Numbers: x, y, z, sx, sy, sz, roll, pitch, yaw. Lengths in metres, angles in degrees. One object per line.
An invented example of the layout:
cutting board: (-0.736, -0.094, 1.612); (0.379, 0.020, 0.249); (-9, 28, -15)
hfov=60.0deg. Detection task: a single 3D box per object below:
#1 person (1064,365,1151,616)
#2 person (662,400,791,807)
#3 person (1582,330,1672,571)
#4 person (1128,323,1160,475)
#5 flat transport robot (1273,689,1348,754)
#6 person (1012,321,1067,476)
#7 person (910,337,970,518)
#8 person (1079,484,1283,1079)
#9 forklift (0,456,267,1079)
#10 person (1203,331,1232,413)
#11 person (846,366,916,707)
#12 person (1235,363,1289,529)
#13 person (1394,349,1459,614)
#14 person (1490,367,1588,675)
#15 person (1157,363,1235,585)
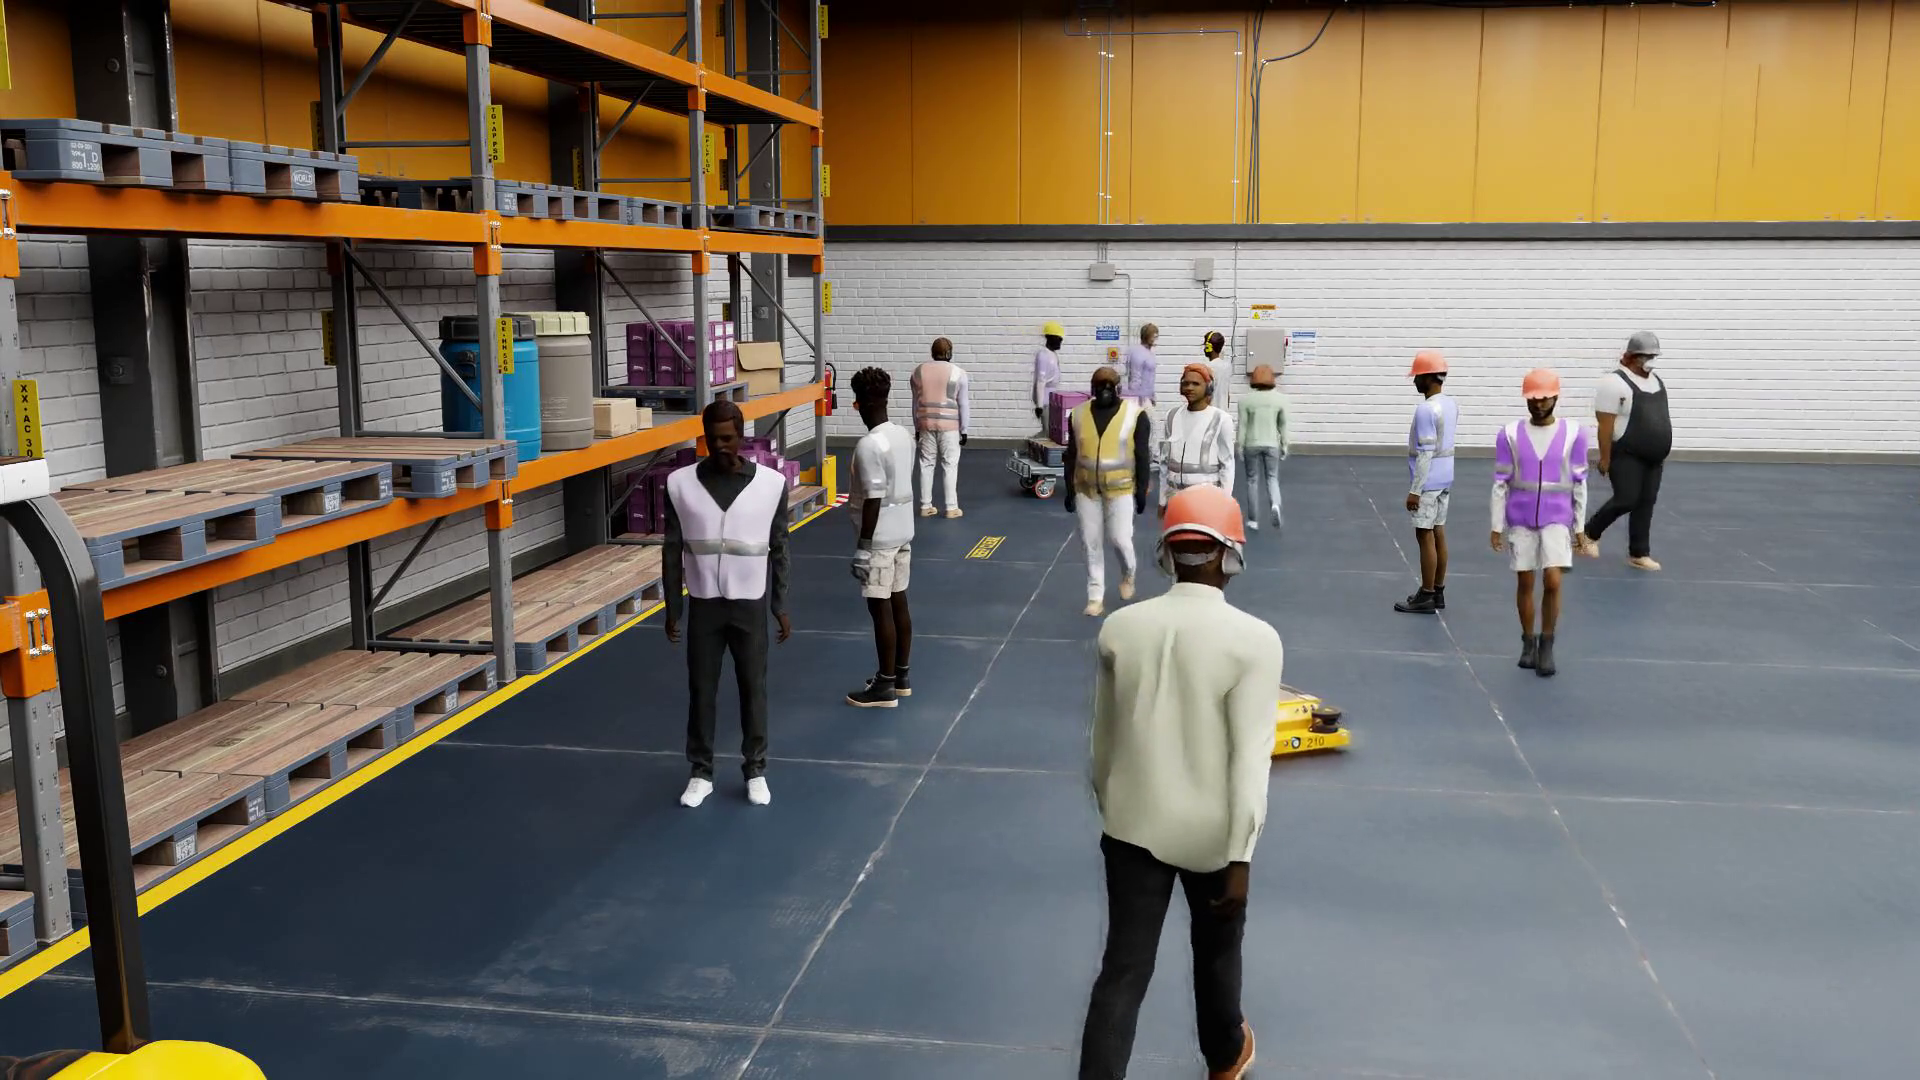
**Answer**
person: (1.079, -0.369, 12.189); (0.637, 1.825, 0.545); (3, 10, 21)
person: (-1.092, 0.295, 7.812); (0.597, 1.915, 0.371); (-1, 9, -4)
person: (5.652, -0.764, 13.958); (0.685, 2.000, 0.637); (-5, 10, -28)
person: (2.148, -1.719, 20.363); (1.003, 1.889, 0.703); (3, 10, 17)
flat transport robot: (1.444, 0.895, 9.173); (0.652, 0.197, 1.431); (-4, 10, -23)
person: (1.011, -1.714, 20.248); (0.580, 1.907, 0.590); (3, 10, 18)
person: (-0.192, -1.137, 16.919); (0.621, 1.836, 0.431); (3, 10, 19)
person: (0.590, 0.812, 4.695); (0.621, 1.906, 1.110); (6, 11, 31)
forklift: (-2.328, 0.975, 2.765); (2.313, 2.155, 1.214); (1, 9, 9)
person: (2.668, -1.269, 17.602); (0.313, 1.869, 0.538); (8, 12, 40)
person: (-0.460, -0.016, 9.594); (0.373, 1.960, 0.601); (3, 10, 20)
person: (2.911, -0.890, 16.036); (0.504, 1.622, 0.456); (0, 9, -2)
person: (3.422, -0.425, 12.188); (0.356, 1.938, 0.544); (6, 11, 35)
person: (3.574, -0.111, 10.317); (0.566, 1.911, 0.672); (4, 10, 23)
person: (1.592, -0.264, 11.358); (0.583, 1.884, 0.350); (9, 13, 43)
